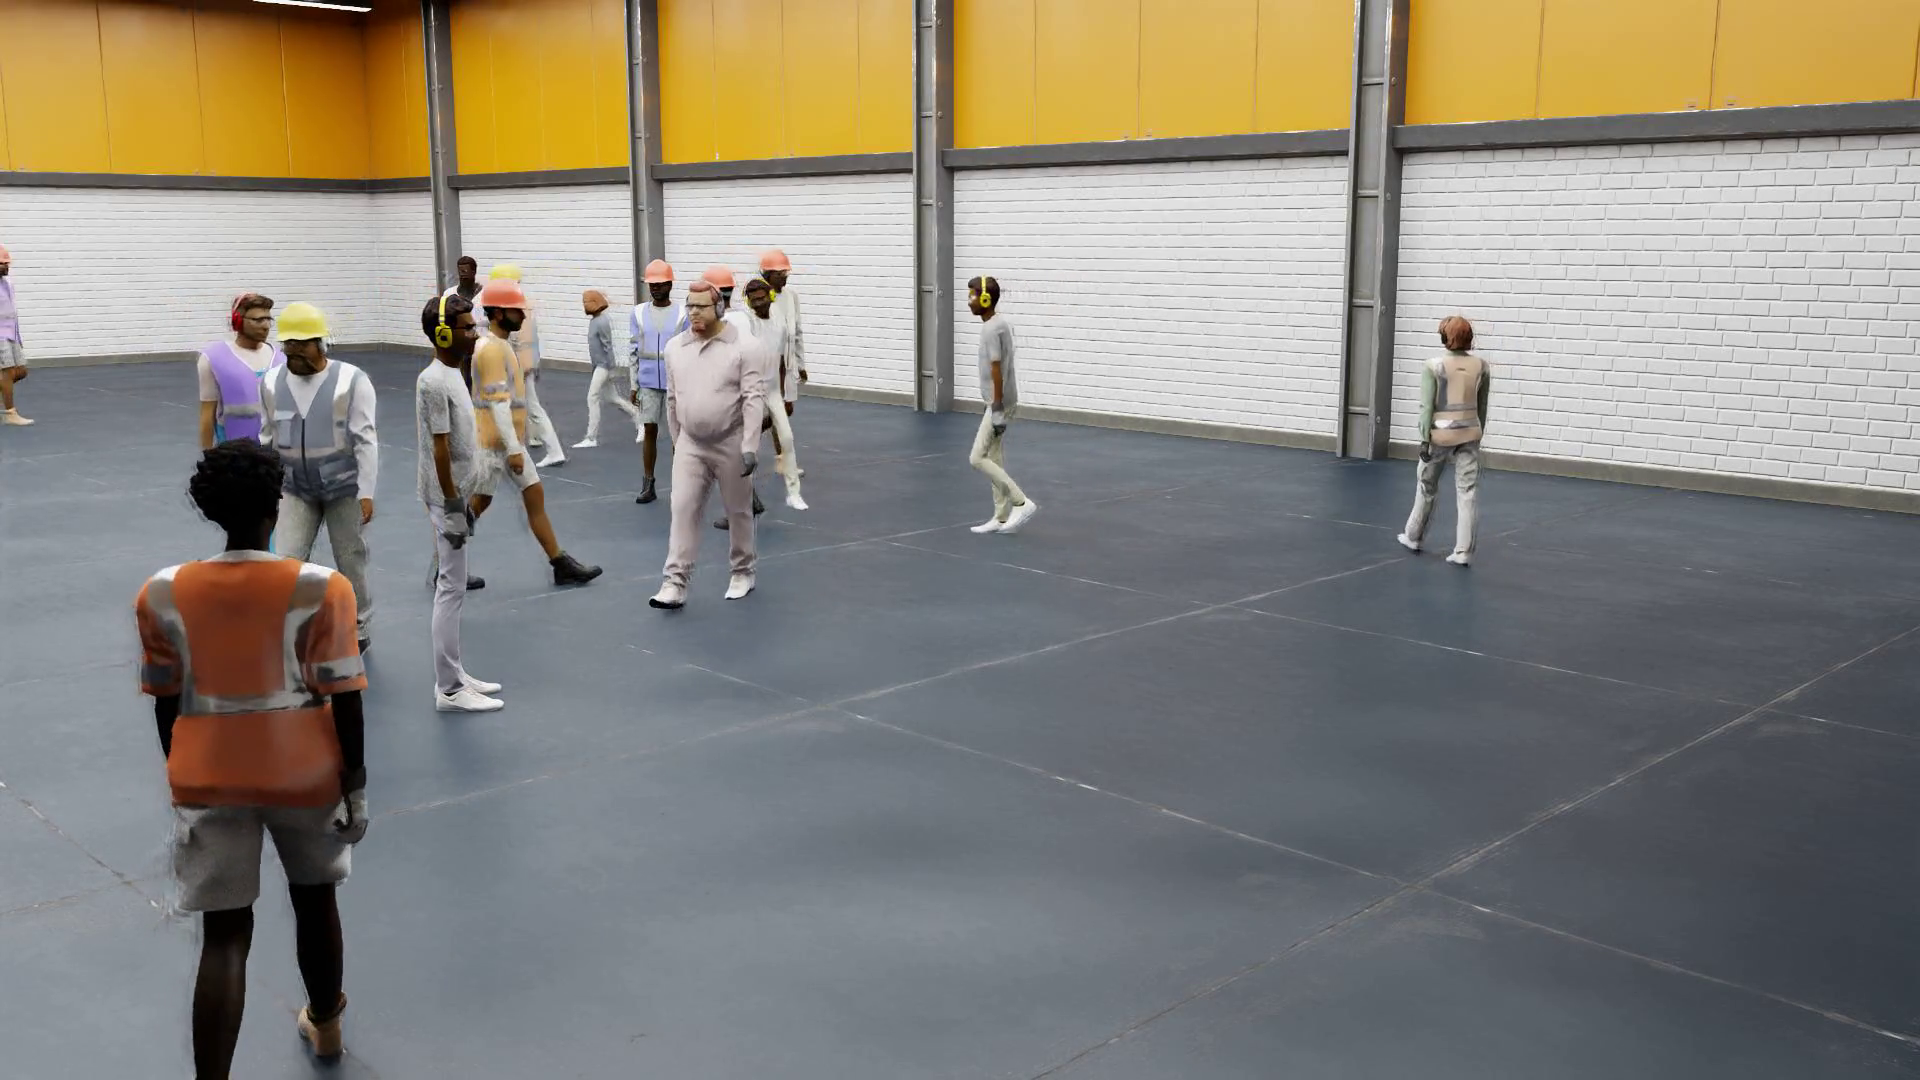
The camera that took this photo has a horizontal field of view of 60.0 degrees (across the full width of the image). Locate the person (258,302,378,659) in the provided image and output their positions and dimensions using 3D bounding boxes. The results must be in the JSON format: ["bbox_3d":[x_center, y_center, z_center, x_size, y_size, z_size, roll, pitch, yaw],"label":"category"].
[{"bbox_3d":[-3.144,-0.250,8.143,0.627,1.808,0.588,0,10,0],"label":"person"}]

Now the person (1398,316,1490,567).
[{"bbox_3d":[3.192,-0.663,10.933,0.535,1.597,0.817,-2,11,-11],"label":"person"}]

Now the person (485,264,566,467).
[{"bbox_3d":[-4.105,-1.588,15.274,1.014,1.874,0.607,3,11,16],"label":"person"}]

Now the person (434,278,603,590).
[{"bbox_3d":[-2.731,-0.621,9.974,1.013,1.883,0.568,-1,10,-5],"label":"person"}]

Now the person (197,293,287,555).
[{"bbox_3d":[-3.860,-0.460,9.271,0.797,1.806,0.590,6,12,31],"label":"person"}]

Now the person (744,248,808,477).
[{"bbox_3d":[-1.702,-1.585,14.839,0.818,2.023,0.610,8,13,37],"label":"person"}]

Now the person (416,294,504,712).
[{"bbox_3d":[-2.271,-0.165,7.505,0.327,1.874,0.517,-3,11,-14],"label":"person"}]

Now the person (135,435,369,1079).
[{"bbox_3d":[-1.679,0.590,3.969,0.534,1.659,0.802,-2,11,-11],"label":"person"}]

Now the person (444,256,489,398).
[{"bbox_3d":[-5.053,-1.978,17.273,0.590,1.916,0.389,1,10,5],"label":"person"}]

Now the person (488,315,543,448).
[{"bbox_3d":[-4.395,-1.693,16.498,0.534,1.615,0.604,0,10,1],"label":"person"}]

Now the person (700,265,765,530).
[{"bbox_3d":[-1.700,-1.013,11.999,0.432,1.915,0.537,5,12,25],"label":"person"}]

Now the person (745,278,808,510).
[{"bbox_3d":[-1.560,-1.168,13.156,0.484,1.809,0.907,-6,12,-31],"label":"person"}]

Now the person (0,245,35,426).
[{"bbox_3d":[-10.736,-2.269,18.562,0.583,2.022,0.624,0,10,-2],"label":"person"}]

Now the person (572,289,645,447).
[{"bbox_3d":[-3.558,-1.744,16.901,0.788,1.605,0.508,-4,11,-23],"label":"person"}]

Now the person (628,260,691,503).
[{"bbox_3d":[-2.368,-1.252,13.250,0.542,1.939,0.363,0,10,0],"label":"person"}]

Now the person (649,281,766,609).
[{"bbox_3d":[-1.441,-0.525,9.491,0.650,1.866,0.950,2,11,13],"label":"person"}]

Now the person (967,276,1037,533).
[{"bbox_3d":[0.252,-0.936,11.784,0.431,1.845,0.584,1,10,3],"label":"person"}]
